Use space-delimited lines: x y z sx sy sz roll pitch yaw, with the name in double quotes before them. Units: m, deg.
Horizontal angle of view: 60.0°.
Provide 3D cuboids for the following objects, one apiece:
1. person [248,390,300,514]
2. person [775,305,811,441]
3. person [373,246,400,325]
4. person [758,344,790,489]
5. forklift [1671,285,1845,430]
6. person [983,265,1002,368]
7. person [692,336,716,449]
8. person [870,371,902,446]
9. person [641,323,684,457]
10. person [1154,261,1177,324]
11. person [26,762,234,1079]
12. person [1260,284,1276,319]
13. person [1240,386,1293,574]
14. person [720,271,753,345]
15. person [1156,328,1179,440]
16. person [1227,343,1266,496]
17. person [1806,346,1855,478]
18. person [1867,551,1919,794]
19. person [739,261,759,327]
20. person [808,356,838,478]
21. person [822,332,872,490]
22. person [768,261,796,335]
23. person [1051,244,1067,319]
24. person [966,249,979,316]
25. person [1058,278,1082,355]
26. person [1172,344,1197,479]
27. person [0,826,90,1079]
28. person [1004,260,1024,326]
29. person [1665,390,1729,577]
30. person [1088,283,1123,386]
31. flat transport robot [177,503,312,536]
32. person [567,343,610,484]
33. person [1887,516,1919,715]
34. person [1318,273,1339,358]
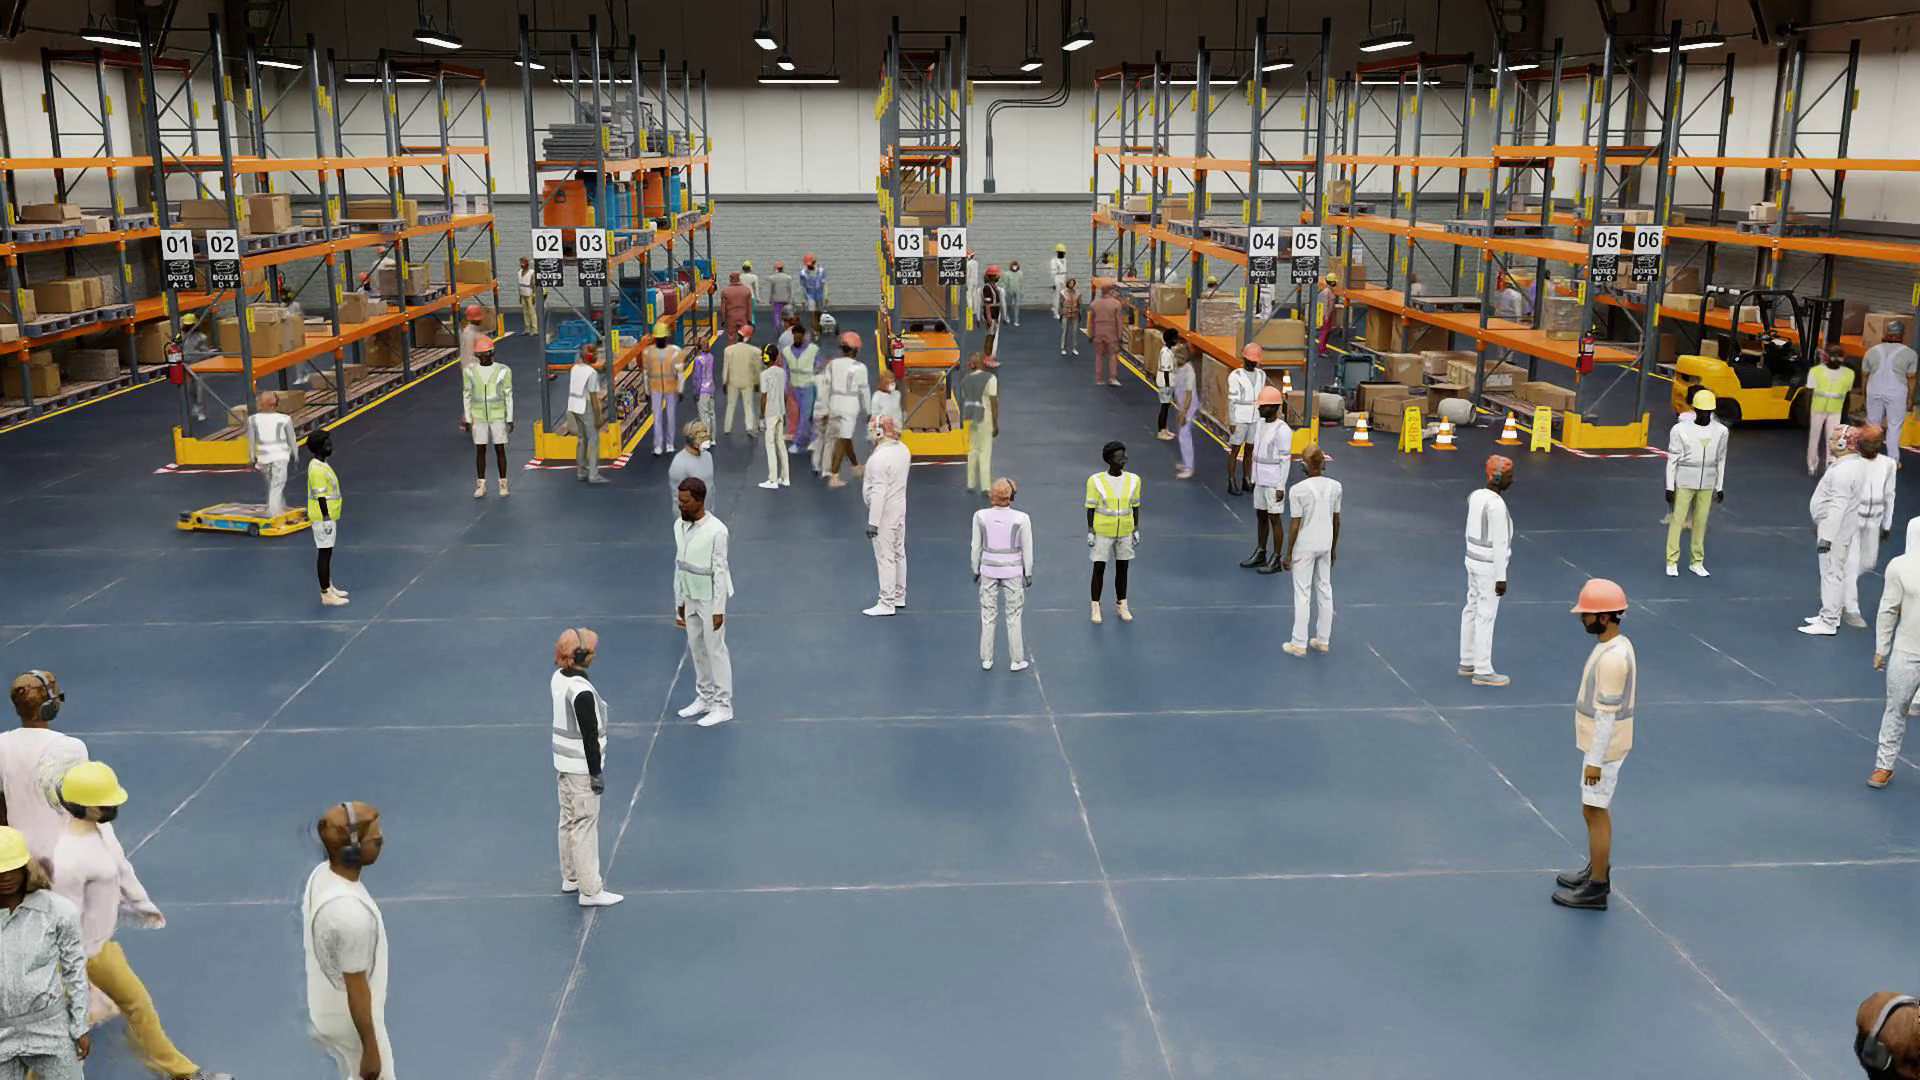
"person" -7.881 -0.914 19.111 0.526 1.600 0.884 1 13 2
"person" -2.532 -2.523 24.958 0.536 2.000 0.683 6 14 22
"person" -14.053 -6.249 40.933 0.669 1.952 0.494 -2 13 -9
"person" -2.411 -1.591 21.408 0.328 1.862 0.501 8 15 29
"forklift" 12.503 -2.886 26.166 2.313 2.155 1.214 -1 13 -3
"person" 0.657 -4.447 33.102 0.374 2.043 0.611 3 14 14
"person" -3.728 -2.147 24.220 0.308 1.641 0.516 3 14 14
"person" -0.978 -1.353 20.934 0.583 1.608 0.524 12 18 41
"person" -4.222 -2.136 23.637 0.590 1.885 0.878 -2 13 -7
"person" 4.667 -5.547 38.232 0.654 1.828 1.031 -1 13 -4
"person" -3.886 1.782 7.445 0.958 1.702 0.531 -5 14 -21
"person" 7.089 -5.584 38.278 0.359 1.880 0.575 -4 14 -15
"person" 3.158 -0.617 17.098 0.369 1.939 0.542 -6 14 -23
"person" -4.473 -4.416 33.267 0.651 1.904 0.403 -5 14 -19
"person" 3.102 -2.334 24.916 0.324 1.685 0.540 2 13 9
"person" 3.629 -1.524 20.967 0.545 1.927 0.385 -7 15 -27
"person" 11.337 -1.633 21.722 0.563 1.788 1.015 4 14 18
"person" 6.520 0.770 11.222 0.635 1.937 0.352 9 16 34
"person" -4.975 -5.651 38.869 0.557 1.734 0.710 -1 13 -6
"person" -1.751 -1.645 22.164 0.534 1.614 0.567 5 14 19
"person" -1.399 -1.682 21.492 0.607 1.983 1.059 11 17 38
"person" -4.156 -5.643 38.869 0.654 1.718 0.632 -1 13 -5
"person" 2.557 -6.611 42.532 0.414 1.913 0.613 10 17 37
"person" 0.260 -6.670 43.163 0.349 1.743 0.563 8 15 30
"person" 2.329 -4.731 35.194 0.518 1.631 0.316 -3 14 -12
"person" 2.968 -1.723 22.085 0.430 1.801 0.688 -2 13 -7
"person" -3.715 1.958 6.606 0.487 1.746 0.285 -5 14 -20
"person" 1.307 -6.123 41.133 0.506 1.612 0.627 -3 14 -13
"person" 7.497 -0.576 16.948 0.594 1.926 0.366 0 13 0
"person" 2.670 -3.767 30.600 0.697 1.878 0.546 6 15 24
"flat transport robot" -8.187 -0.250 19.119 1.431 0.197 0.652 4 14 16
"person" -4.873 -1.638 21.653 0.410 1.836 0.578 -11 17 -40
"person" 7.495 0.423 12.810 0.585 1.882 0.337 -1 13 -6
"person" 7.713 -4.695 34.769 0.340 1.757 0.517 7 15 27
